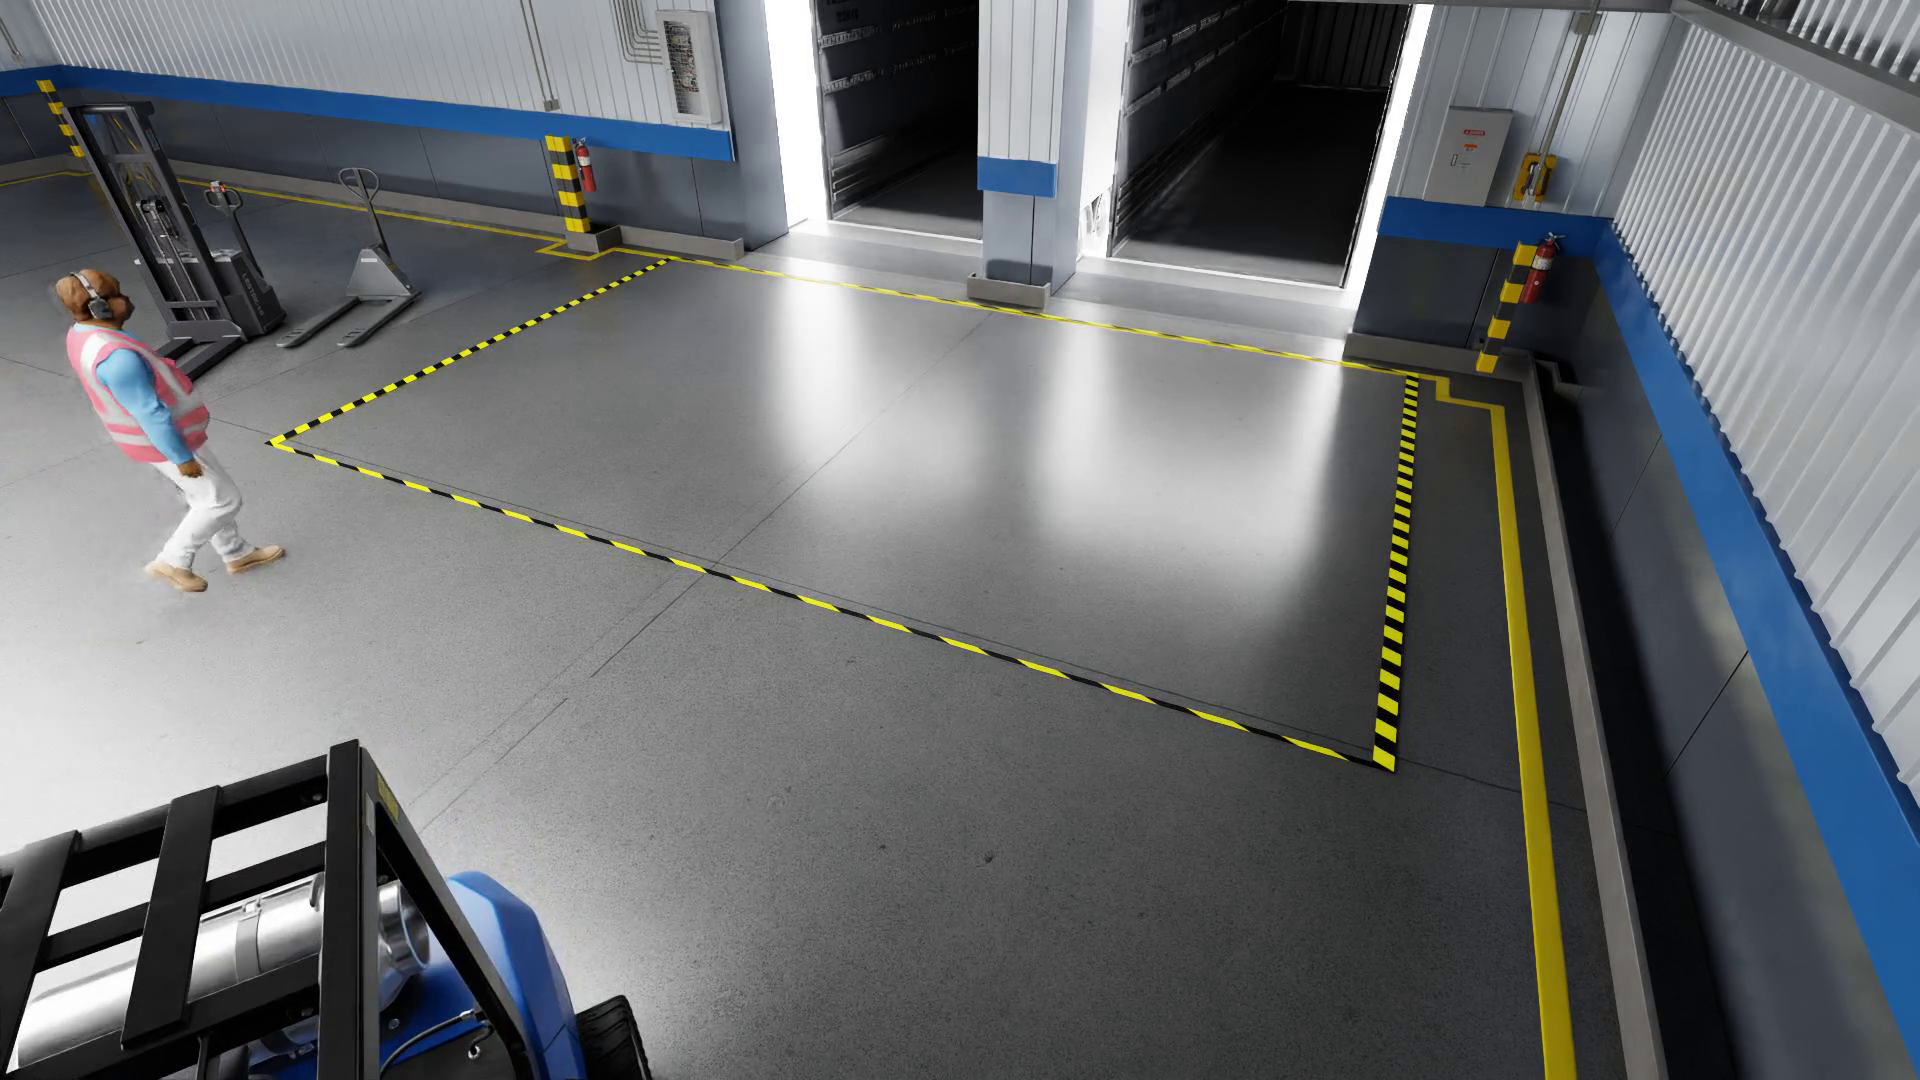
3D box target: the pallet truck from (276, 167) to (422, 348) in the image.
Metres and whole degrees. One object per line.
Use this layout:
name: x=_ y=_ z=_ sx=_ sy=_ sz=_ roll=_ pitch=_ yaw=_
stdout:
pallet truck: x=-5.732 y=-2.611 z=8.414 sx=0.680 sy=1.201 sz=1.601 roll=-1 pitch=35 yaw=-1

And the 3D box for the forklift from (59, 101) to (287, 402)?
forklift: x=-6.686 y=-2.387 z=7.434 sx=0.823 sy=1.965 sz=1.885 roll=-3 pitch=35 yaw=-5

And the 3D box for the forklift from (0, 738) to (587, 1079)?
forklift: x=-1.175 y=1.560 z=1.478 sx=1.157 sy=2.036 sz=2.680 roll=-17 pitch=38 yaw=-23

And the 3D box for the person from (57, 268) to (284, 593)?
person: x=-4.307 y=-0.506 z=4.886 sx=0.623 sy=1.828 sz=0.622 roll=27 pitch=43 yaw=33
